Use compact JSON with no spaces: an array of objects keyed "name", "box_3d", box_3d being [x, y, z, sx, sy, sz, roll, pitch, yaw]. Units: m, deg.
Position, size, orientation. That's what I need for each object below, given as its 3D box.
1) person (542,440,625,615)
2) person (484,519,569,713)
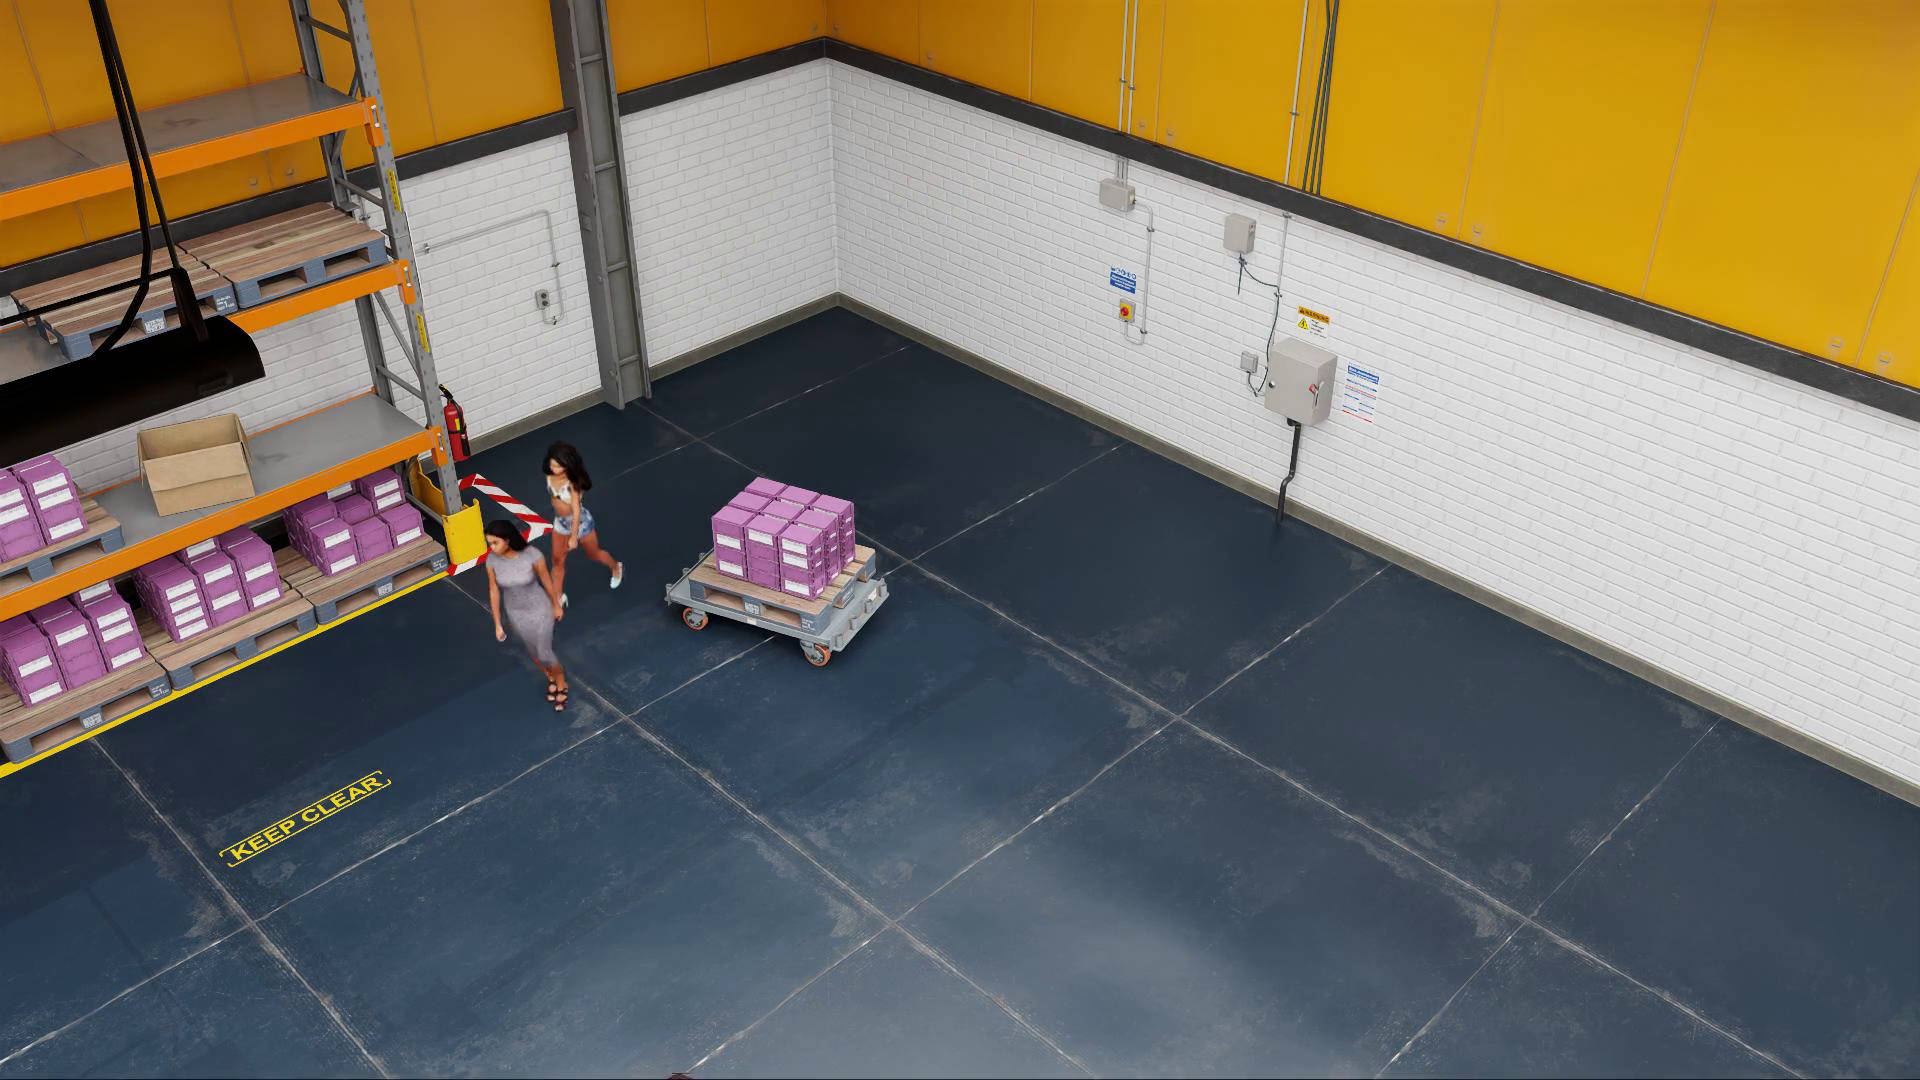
[{"name":"person","box_3d":[-3.092,-0.129,13.592,0.707,1.577,1.032,20,38,27]},{"name":"person","box_3d":[-3.180,0.532,12.447,0.786,1.744,0.845,-5,34,-7]}]
